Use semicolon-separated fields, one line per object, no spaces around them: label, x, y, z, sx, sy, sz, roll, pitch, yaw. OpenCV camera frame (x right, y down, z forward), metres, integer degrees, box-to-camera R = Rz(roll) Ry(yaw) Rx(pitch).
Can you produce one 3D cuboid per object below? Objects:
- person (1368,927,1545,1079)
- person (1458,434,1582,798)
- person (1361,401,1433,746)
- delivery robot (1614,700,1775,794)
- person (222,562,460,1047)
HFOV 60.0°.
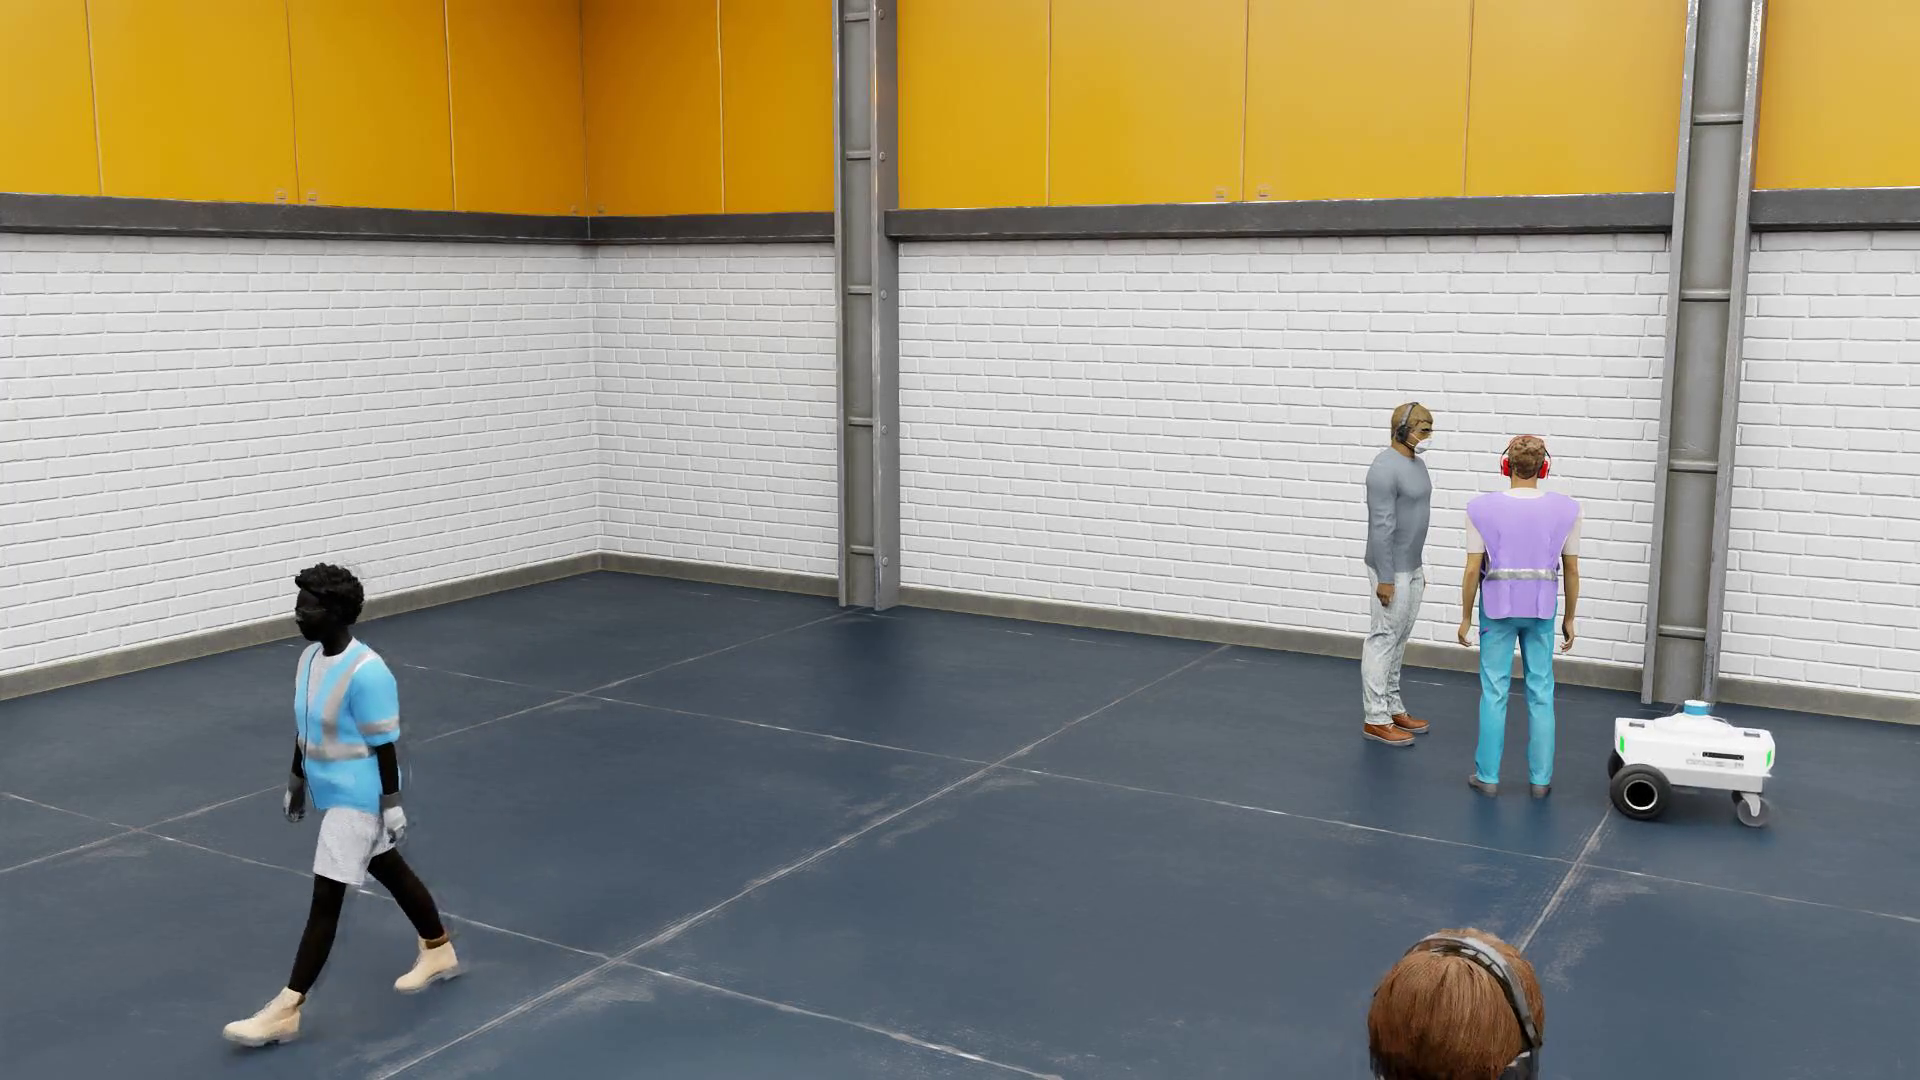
person;0.569;1.408;2.152;0.630;1.819;0.846;9;13;43
person;2.813;0.393;8.376;0.570;1.843;0.373;1;9;7
person;2.495;0.178;9.444;0.373;1.935;0.628;6;11;32
delivery robot;3.584;1.028;8.133;0.707;0.478;0.477;3;10;19
person;-2.189;0.892;5.873;0.896;1.642;0.540;-8;12;-42
